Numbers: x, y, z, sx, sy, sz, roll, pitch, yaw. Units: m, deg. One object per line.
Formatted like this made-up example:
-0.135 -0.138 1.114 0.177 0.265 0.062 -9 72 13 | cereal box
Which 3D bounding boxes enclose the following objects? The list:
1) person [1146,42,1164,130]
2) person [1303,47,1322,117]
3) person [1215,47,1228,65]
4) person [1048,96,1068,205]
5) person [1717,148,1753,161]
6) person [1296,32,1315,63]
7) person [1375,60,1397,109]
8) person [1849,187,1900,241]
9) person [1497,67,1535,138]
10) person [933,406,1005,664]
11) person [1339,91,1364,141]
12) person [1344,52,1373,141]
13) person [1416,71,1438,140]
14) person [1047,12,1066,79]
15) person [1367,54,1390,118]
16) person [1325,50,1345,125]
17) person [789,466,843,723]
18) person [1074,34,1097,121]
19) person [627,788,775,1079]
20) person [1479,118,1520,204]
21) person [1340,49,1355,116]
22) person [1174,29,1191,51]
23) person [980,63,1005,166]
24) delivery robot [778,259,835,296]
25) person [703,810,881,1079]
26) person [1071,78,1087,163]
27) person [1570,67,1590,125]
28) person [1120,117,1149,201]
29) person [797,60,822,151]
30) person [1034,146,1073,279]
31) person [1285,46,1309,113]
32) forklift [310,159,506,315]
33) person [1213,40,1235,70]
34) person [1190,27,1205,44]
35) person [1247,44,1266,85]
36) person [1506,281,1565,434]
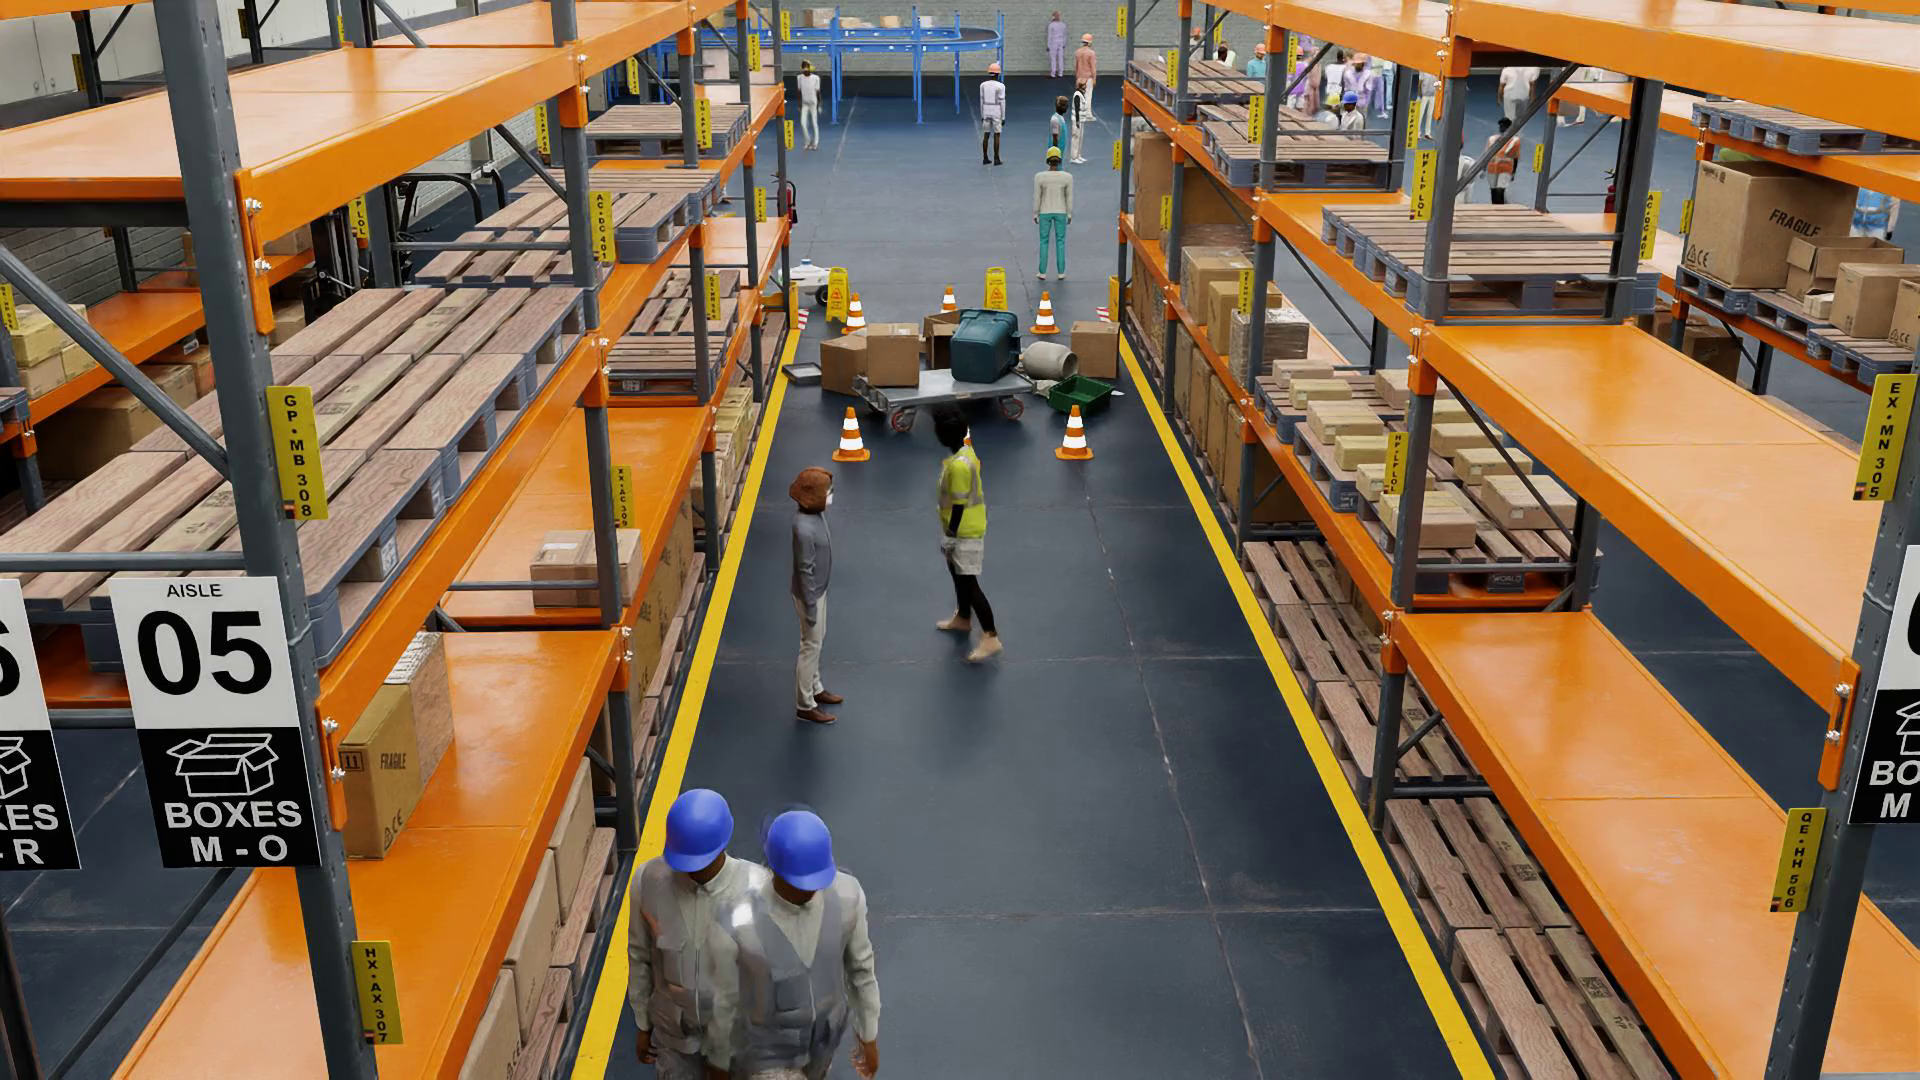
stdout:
4.317 -10.279 37.663 0.636 1.938 0.358 19 28 41 | person
7.801 -10.007 37.026 0.464 1.887 0.660 18 27 39 | person
5.699 -9.920 36.768 0.407 1.908 0.597 -5 21 -12 | person
1.630 -6.432 27.629 0.325 1.841 0.517 4 21 11 | person
11.733 -5.443 25.318 0.522 1.613 0.507 5 21 12 | person
9.958 -14.175 47.979 0.587 1.928 0.363 17 27 38 | person
10.681 -11.794 41.716 0.593 1.909 0.384 13 24 30 | person
11.634 -4.035 21.320 0.641 1.824 0.562 17 27 38 | person
11.711 -9.399 35.196 0.719 2.000 0.930 0 21 0 | person
0.057 -0.049 11.008 0.470 1.667 0.726 0 21 1 | person
6.413 -6.419 27.469 0.430 1.937 0.609 -5 21 -13 | person
8.227 -9.074 34.412 0.596 2.000 1.042 9 22 22 | person
10.141 -9.609 35.993 0.531 1.867 0.316 -5 21 -13 | person
2.832 -14.667 49.315 0.639 1.903 0.409 -14 25 -32 | person
9.960 -11.124 40.006 0.611 1.871 1.015 -13 24 -31 | person
8.199 -9.722 36.321 0.603 1.855 1.044 15 25 34 | person
-0.880 0.325 10.077 0.288 1.623 0.507 1 21 2 | person
2.985 -10.933 39.317 0.388 1.992 0.622 -19 28 -41 | person
-0.880 1.731 5.923 0.603 1.938 0.402 2 21 6 | person
8.432 -5.767 26.103 0.540 1.679 0.576 18 27 40 | person
8.470 -9.695 36.178 0.497 1.896 0.653 9 22 22 | person
5.713 -12.152 42.631 0.563 1.922 0.599 -15 25 -34 | person
0.653 -8.290 32.423 0.544 1.930 0.388 12 24 28 | person
-1.943 -3.299 21.010 0.707 0.478 0.477 -3 21 -9 | delivery robot
-0.601 1.759 5.932 0.615 1.885 1.040 -14 25 -32 | person
2.345 -8.256 32.752 0.313 1.633 0.519 6 21 15 | person
14.447 -10.477 38.629 0.297 1.622 0.509 12 24 28 | person
2.979 -6.673 28.424 0.494 1.729 0.323 7 22 17 | person
-3.090 -8.930 34.225 0.557 1.841 0.540 3 21 9 | person
1.247 -4.387 22.347 0.526 1.760 0.344 -1 21 -2 | person
7.342 -9.803 36.407 0.543 1.940 0.361 -8 22 -19 | person
-5.622 -2.910 17.832 2.313 2.155 1.214 -1 21 -1 | forklift
6.352 -11.168 40.196 0.600 1.813 0.617 2 21 5 | person
6.414 -13.074 45.375 0.600 1.701 0.551 11 23 27 | person
6.498 -9.843 36.445 0.608 1.988 0.392 -19 28 -40 | person
5.420 -1.913 15.559 0.613 1.942 0.405 9 23 23 | person
